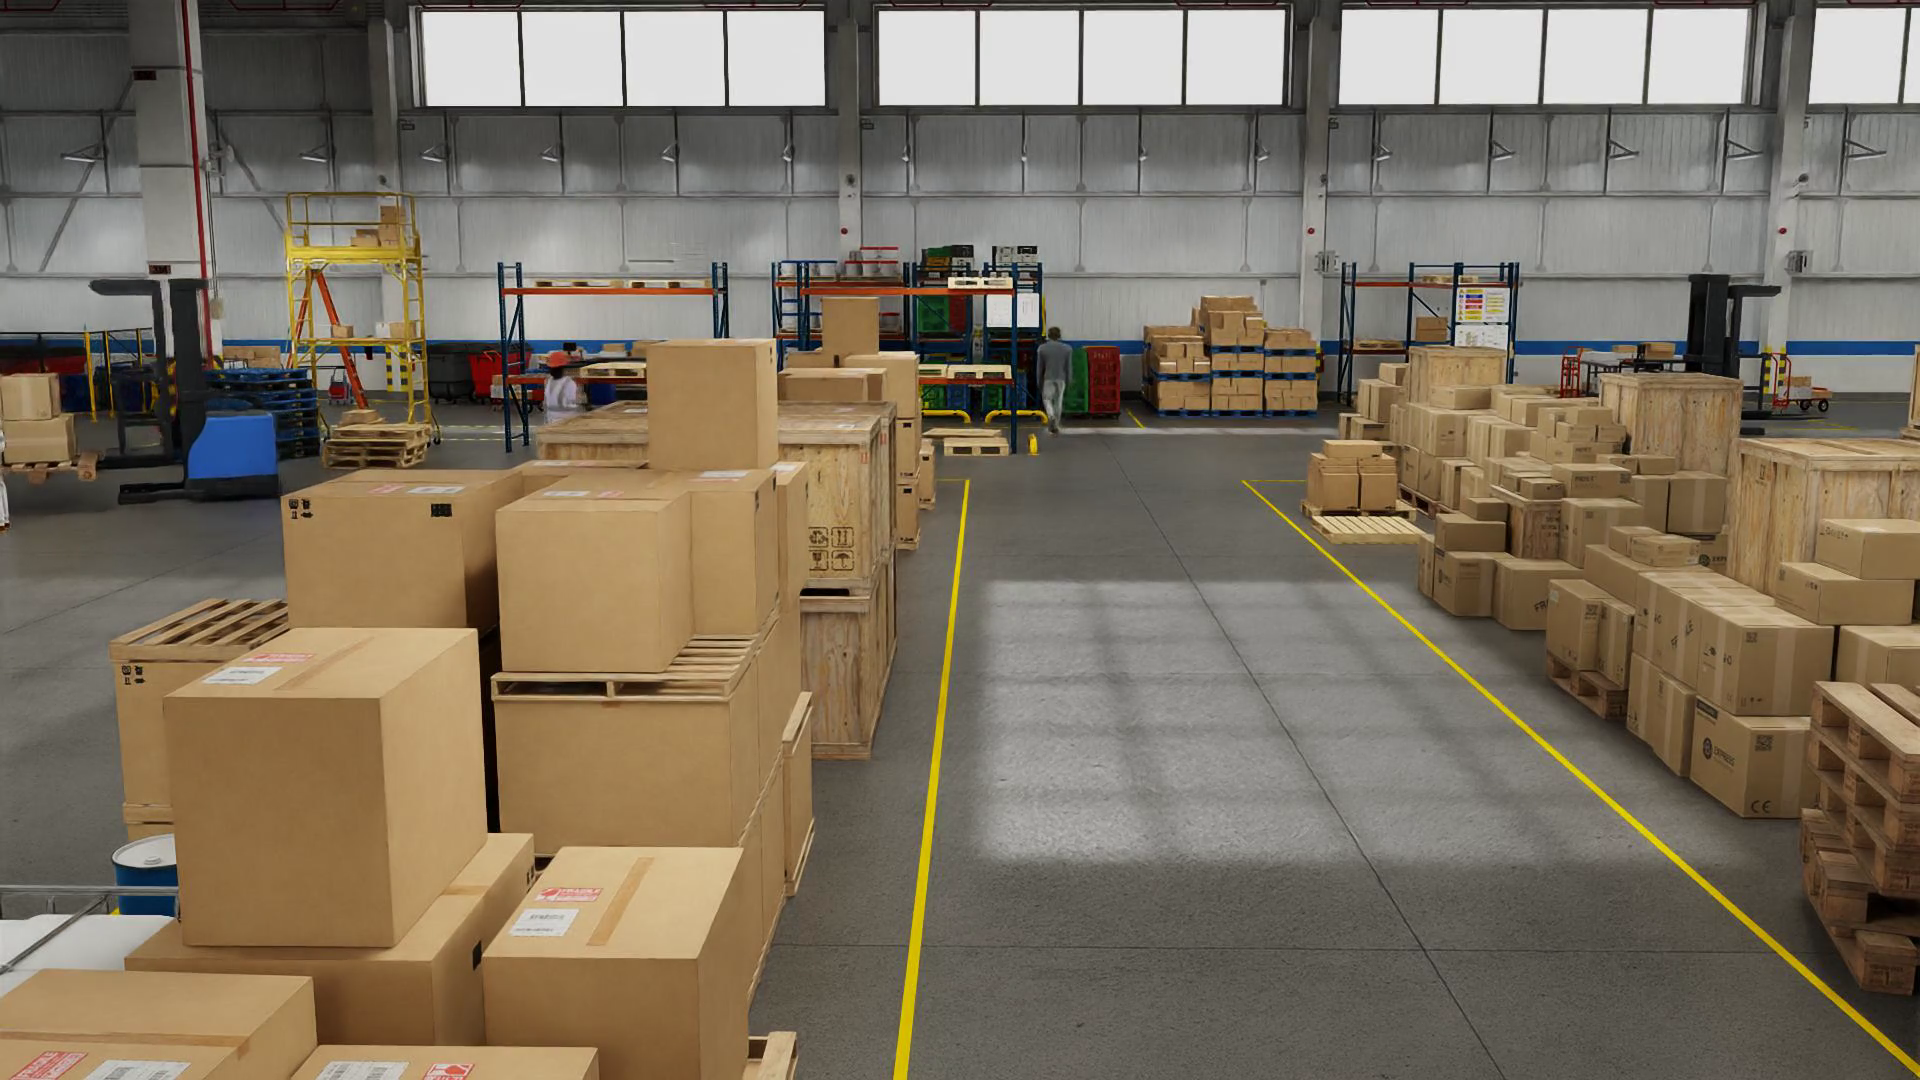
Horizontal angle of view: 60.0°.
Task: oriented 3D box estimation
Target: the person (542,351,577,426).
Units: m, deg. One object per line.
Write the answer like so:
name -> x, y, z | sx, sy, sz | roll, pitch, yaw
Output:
person -> -5.163, -1.534, 21.757 | 0.563, 1.902, 0.910 | 8, 12, 38

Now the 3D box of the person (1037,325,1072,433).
person -> 1.675, -2.827, 29.421 | 0.635, 1.927, 0.552 | -1, 10, -5

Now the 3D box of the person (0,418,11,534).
person -> -10.886, -0.997, 18.614 | 0.342, 1.881, 0.582 | -3, 10, -20

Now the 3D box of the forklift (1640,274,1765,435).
forklift -> 13.064, -3.274, 29.248 | 1.873, 2.768, 1.129 | 0, 9, 1

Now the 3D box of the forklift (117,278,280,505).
forklift -> -9.811, -1.938, 21.241 | 1.873, 2.768, 1.129 | -4, 10, -25
